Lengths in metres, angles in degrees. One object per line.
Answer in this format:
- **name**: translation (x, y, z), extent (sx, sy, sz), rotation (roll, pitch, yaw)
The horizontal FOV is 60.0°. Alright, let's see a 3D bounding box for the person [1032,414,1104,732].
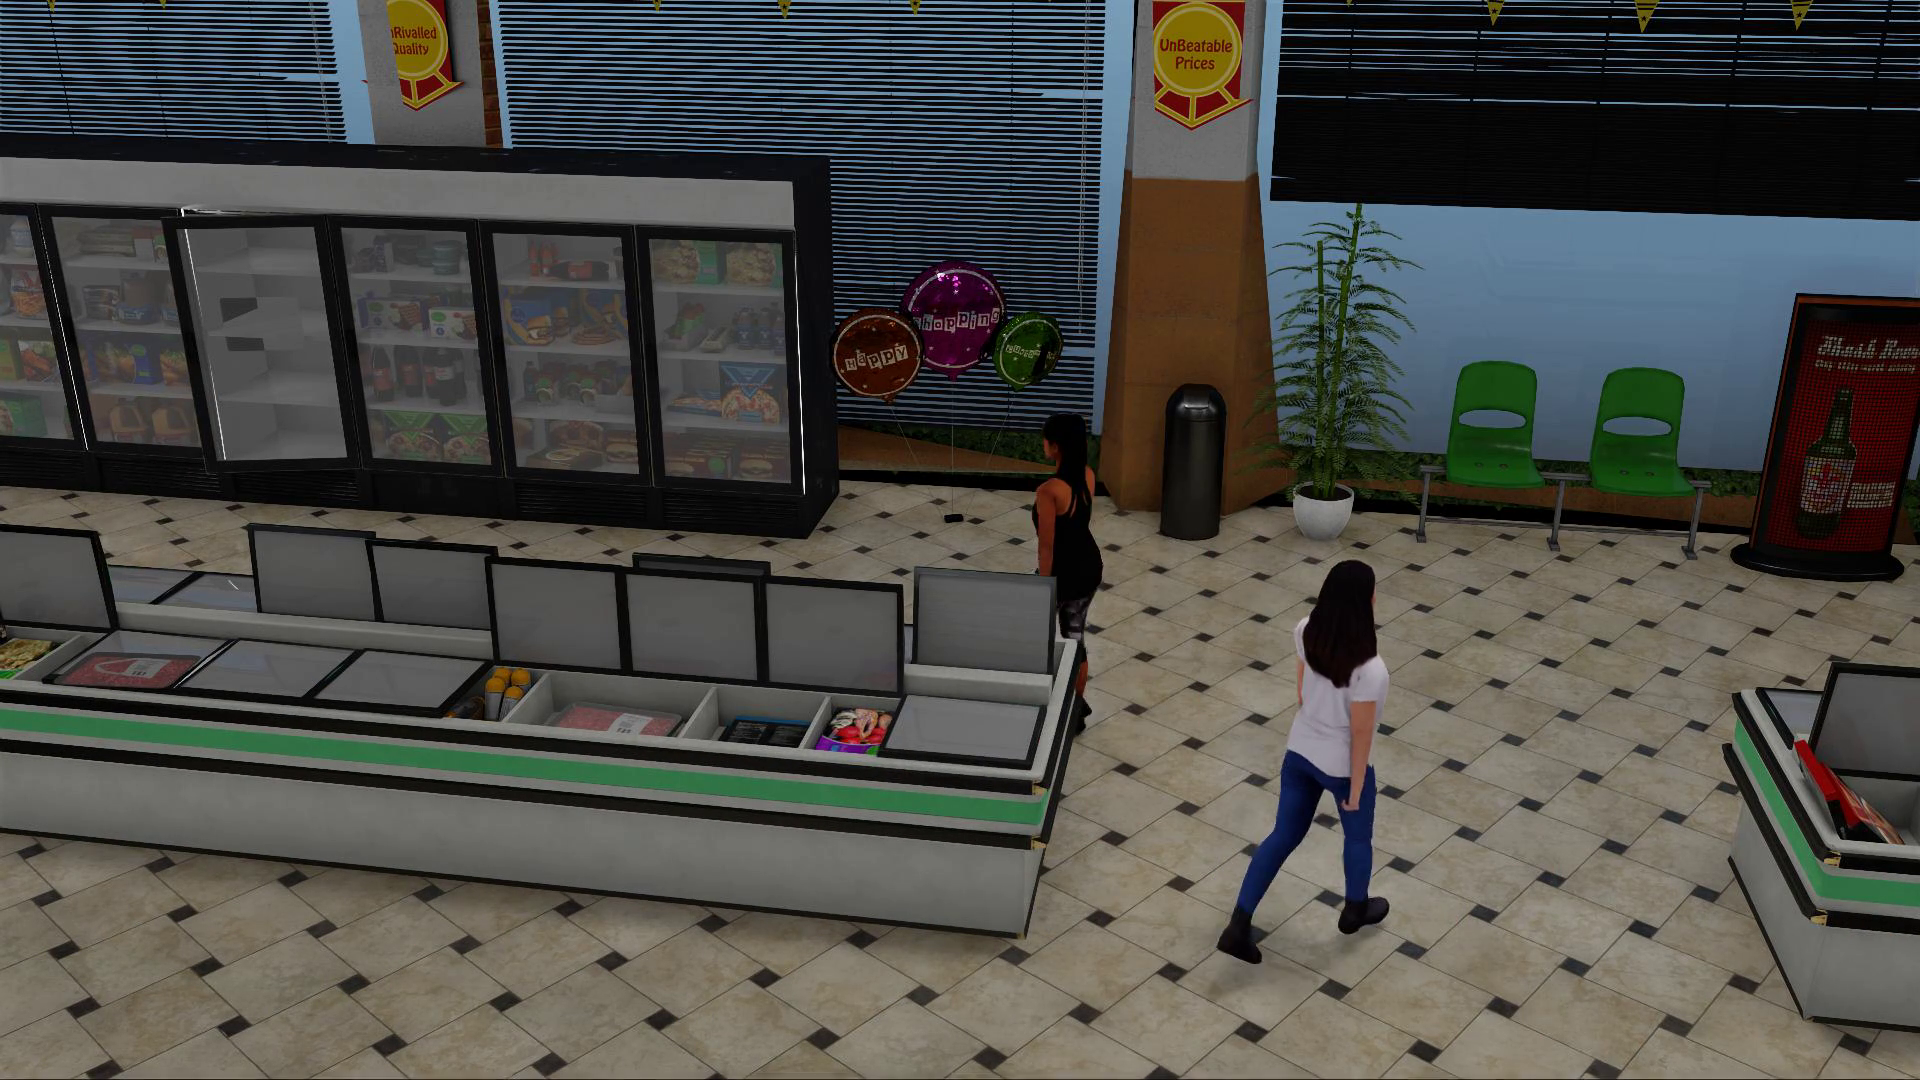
- **person**: translation (0.580, 0.187, 8.055), extent (0.768, 1.659, 0.722), rotation (20, 29, 40)

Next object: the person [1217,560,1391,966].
- **person**: translation (1.323, 0.895, 6.304), extent (1.129, 1.649, 1.094), rotation (-16, 27, -35)
